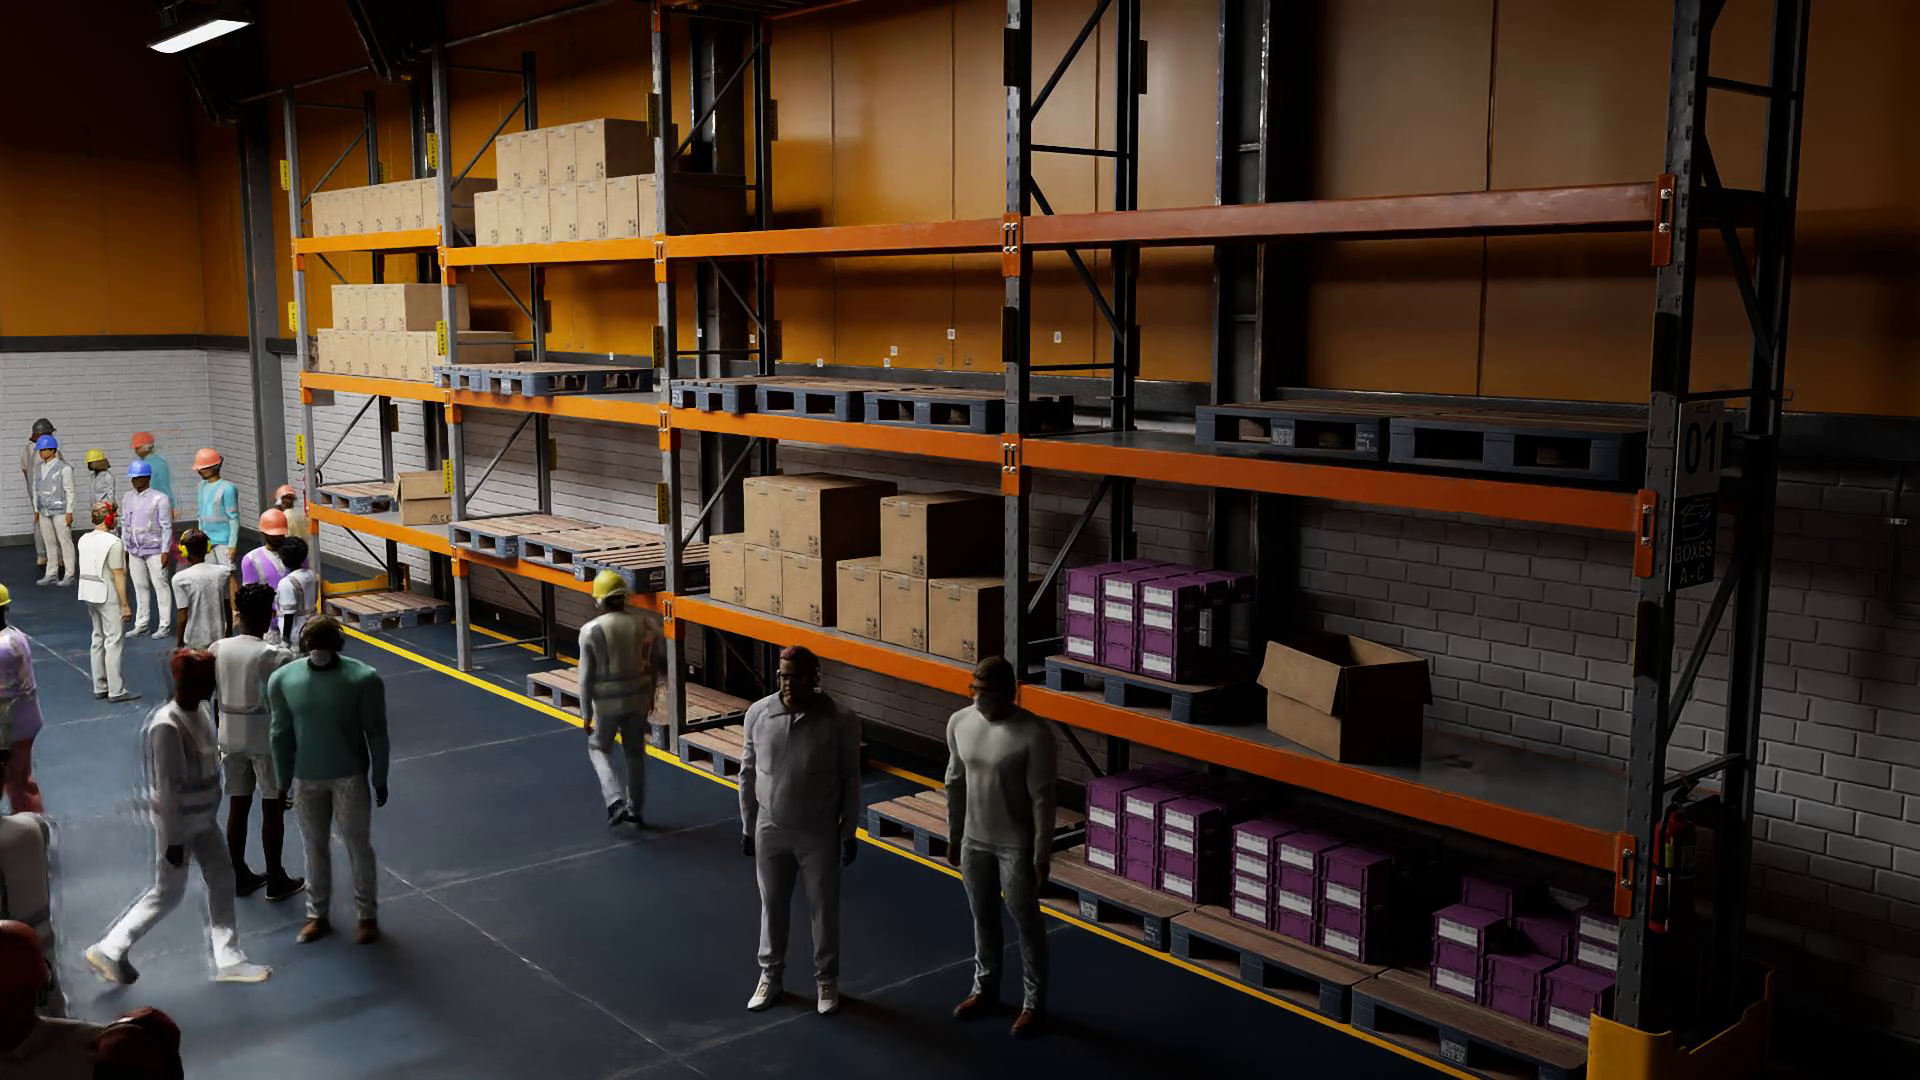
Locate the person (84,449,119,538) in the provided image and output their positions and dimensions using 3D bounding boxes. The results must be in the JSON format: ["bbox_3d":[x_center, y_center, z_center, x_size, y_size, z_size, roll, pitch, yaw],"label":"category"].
[{"bbox_3d":[-11.181,-0.322,21.663,0.489,1.730,0.324,5,10,31],"label":"person"}]

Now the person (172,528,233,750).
[{"bbox_3d":[-6.001,0.830,13.190,0.327,1.865,0.520,5,10,32],"label":"person"}]

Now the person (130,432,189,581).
[{"bbox_3d":[-10.543,-0.464,21.894,0.617,1.965,0.892,6,10,34],"label":"person"}]

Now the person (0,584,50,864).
[{"bbox_3d":[-6.026,1.194,10.496,0.418,1.917,0.582,-4,9,-27],"label":"person"}]

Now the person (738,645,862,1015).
[{"bbox_3d":[-0.829,1.478,8.531,0.638,1.910,0.407,1,8,8],"label":"person"}]

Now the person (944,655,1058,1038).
[{"bbox_3d":[0.201,1.508,8.294,0.646,1.927,0.392,6,10,36],"label":"person"}]

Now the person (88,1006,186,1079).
[{"bbox_3d":[-2.059,2.099,4.348,0.602,1.874,0.377,3,9,17],"label":"person"}]

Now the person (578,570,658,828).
[{"bbox_3d":[-2.353,1.106,11.445,0.615,1.813,0.428,-5,10,-33],"label":"person"}]

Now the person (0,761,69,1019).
[{"bbox_3d":[-3.920,1.767,6.812,1.005,1.833,0.575,1,8,10],"label":"person"}]

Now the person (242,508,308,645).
[{"bbox_3d":[-5.719,0.685,14.000,0.550,1.924,0.391,-7,11,-42],"label":"person"}]

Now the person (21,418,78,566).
[{"bbox_3d":[-12.543,-0.662,22.948,0.683,2.000,0.537,4,9,26],"label":"person"}]

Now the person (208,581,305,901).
[{"bbox_3d":[-4.285,1.224,10.147,0.598,1.958,0.371,2,8,14],"label":"person"}]

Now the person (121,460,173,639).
[{"bbox_3d":[-8.785,0.101,17.966,0.605,1.948,0.386,2,8,14],"label":"person"}]

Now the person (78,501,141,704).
[{"bbox_3d":[-7.769,0.568,15.115,0.560,1.836,0.394,5,10,32],"label":"person"}]

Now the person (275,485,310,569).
[{"bbox_3d":[-7.017,0.279,17.591,0.499,1.720,0.598,1,8,5],"label":"person"}]

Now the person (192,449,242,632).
[{"bbox_3d":[-8.214,0.003,18.357,0.607,2.033,0.403,5,10,32],"label":"person"}]

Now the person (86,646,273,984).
[{"bbox_3d":[-4.171,1.475,8.778,0.853,1.863,0.610,0,8,-2],"label":"person"}]

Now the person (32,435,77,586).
[{"bbox_3d":[-11.599,-0.376,21.277,0.614,1.946,0.390,3,9,17],"label":"person"}]

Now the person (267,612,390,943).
[{"bbox_3d":[-3.556,1.347,9.422,0.641,1.926,0.403,-1,8,-4],"label":"person"}]

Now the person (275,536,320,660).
[{"bbox_3d":[-5.535,0.807,13.926,0.318,1.697,0.535,0,8,3],"label":"person"}]

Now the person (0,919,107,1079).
[{"bbox_3d":[-2.602,2.002,4.634,0.621,1.985,0.408,-4,9,-24],"label":"person"}]
